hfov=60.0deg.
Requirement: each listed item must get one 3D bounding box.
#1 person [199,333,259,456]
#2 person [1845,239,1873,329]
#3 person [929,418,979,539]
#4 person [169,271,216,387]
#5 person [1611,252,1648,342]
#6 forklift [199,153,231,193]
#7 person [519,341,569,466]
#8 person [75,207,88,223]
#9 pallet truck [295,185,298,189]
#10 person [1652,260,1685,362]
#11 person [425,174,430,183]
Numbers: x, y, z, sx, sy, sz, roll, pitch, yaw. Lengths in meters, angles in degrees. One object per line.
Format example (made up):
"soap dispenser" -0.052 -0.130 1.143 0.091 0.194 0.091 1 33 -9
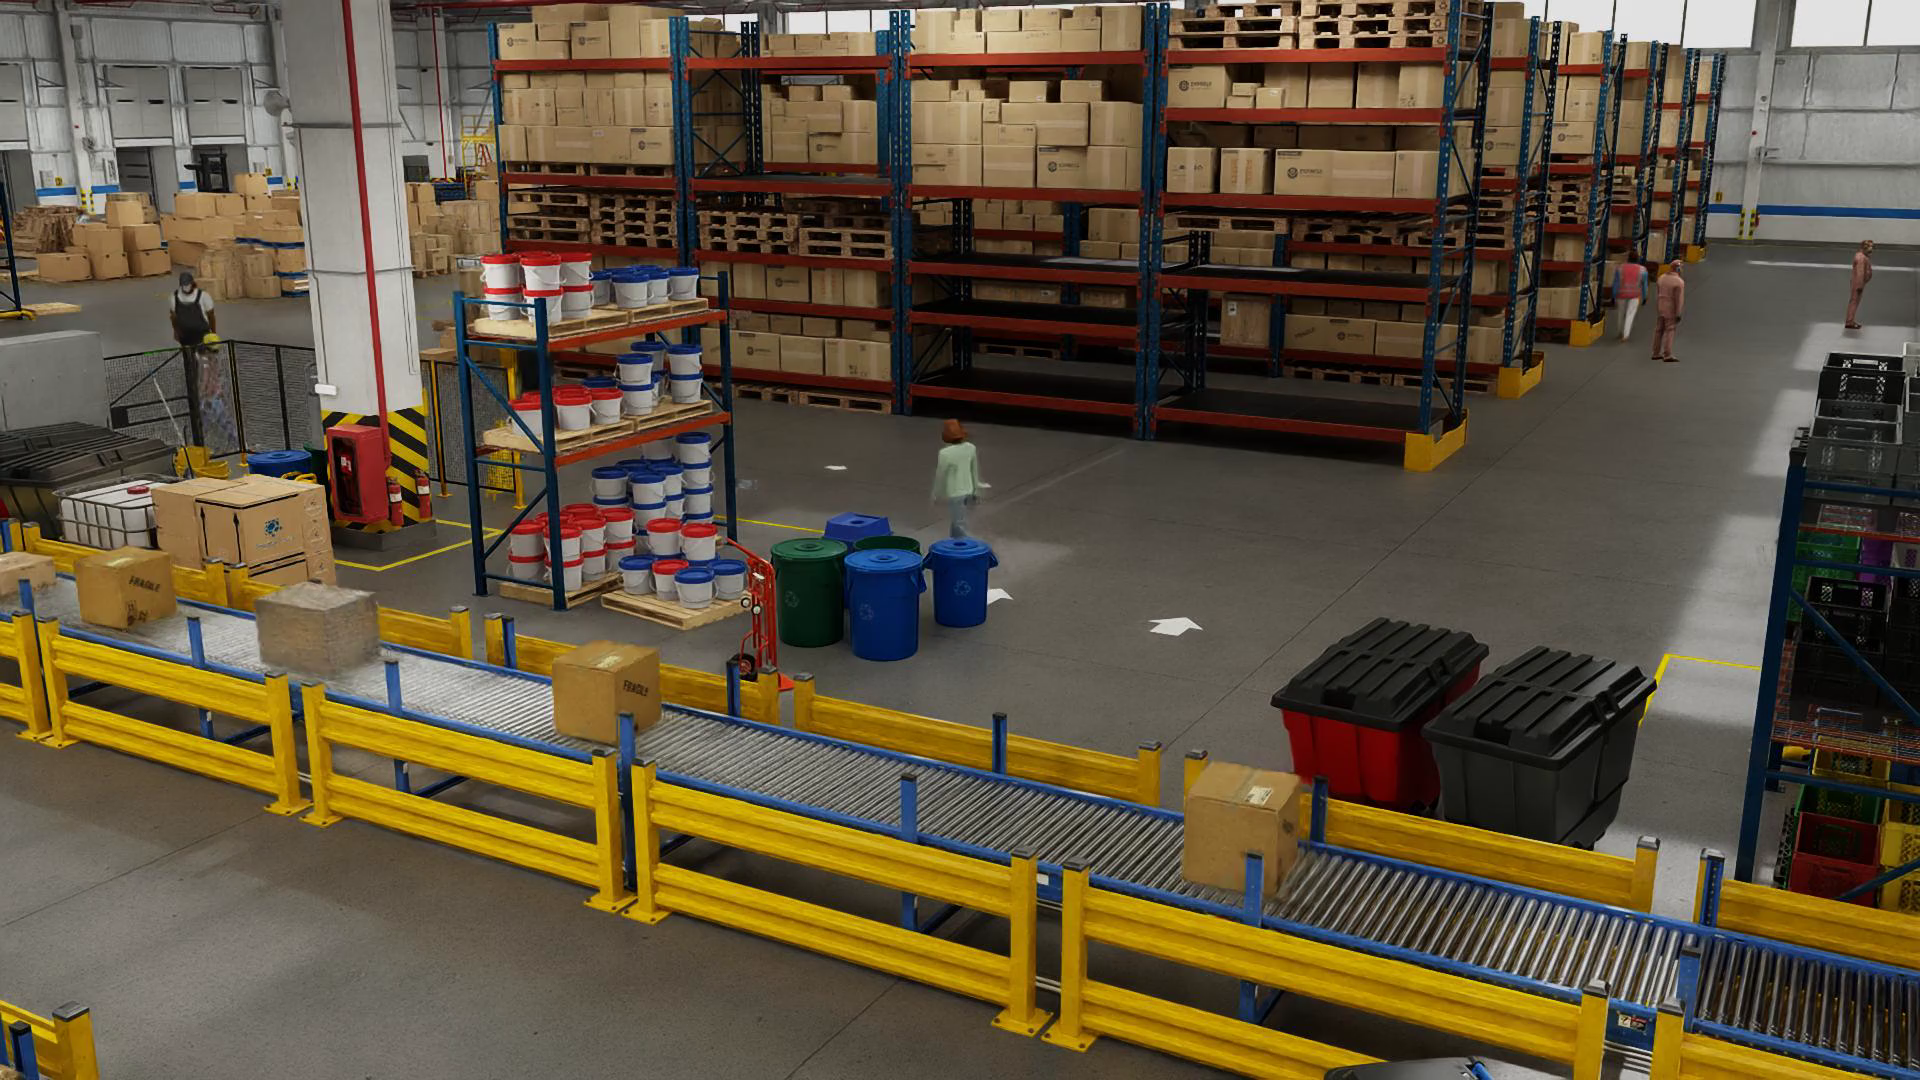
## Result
"person" -10.164 -1.999 22.840 0.886 1.699 0.550 -6 16 -23
"person" 19.251 -5.470 35.555 0.396 1.898 0.642 8 17 27
"person" -0.095 -0.474 17.316 0.765 1.599 0.503 13 20 41
"person" -13.047 -3.610 28.278 0.696 2.000 0.581 -3 15 -10
"person" 13.566 -4.925 33.717 0.664 1.798 0.951 8 17 29
"forklift" -27.440 -12.865 61.464 1.873 2.768 1.129 8 17 28
"person" -5.705 -1.992 22.351 0.908 1.969 0.621 10 18 33
"person" -26.392 -9.215 50.117 0.559 1.625 0.378 9 18 32
"pallet truck" -26.804 -14.617 69.738 1.885 1.965 0.823 -14 20 -42
"person" 13.271 -4.278 31.069 0.400 1.901 0.646 -5 16 -18
"person" -22.629 -15.040 71.512 0.626 1.896 0.830 12 19 38
